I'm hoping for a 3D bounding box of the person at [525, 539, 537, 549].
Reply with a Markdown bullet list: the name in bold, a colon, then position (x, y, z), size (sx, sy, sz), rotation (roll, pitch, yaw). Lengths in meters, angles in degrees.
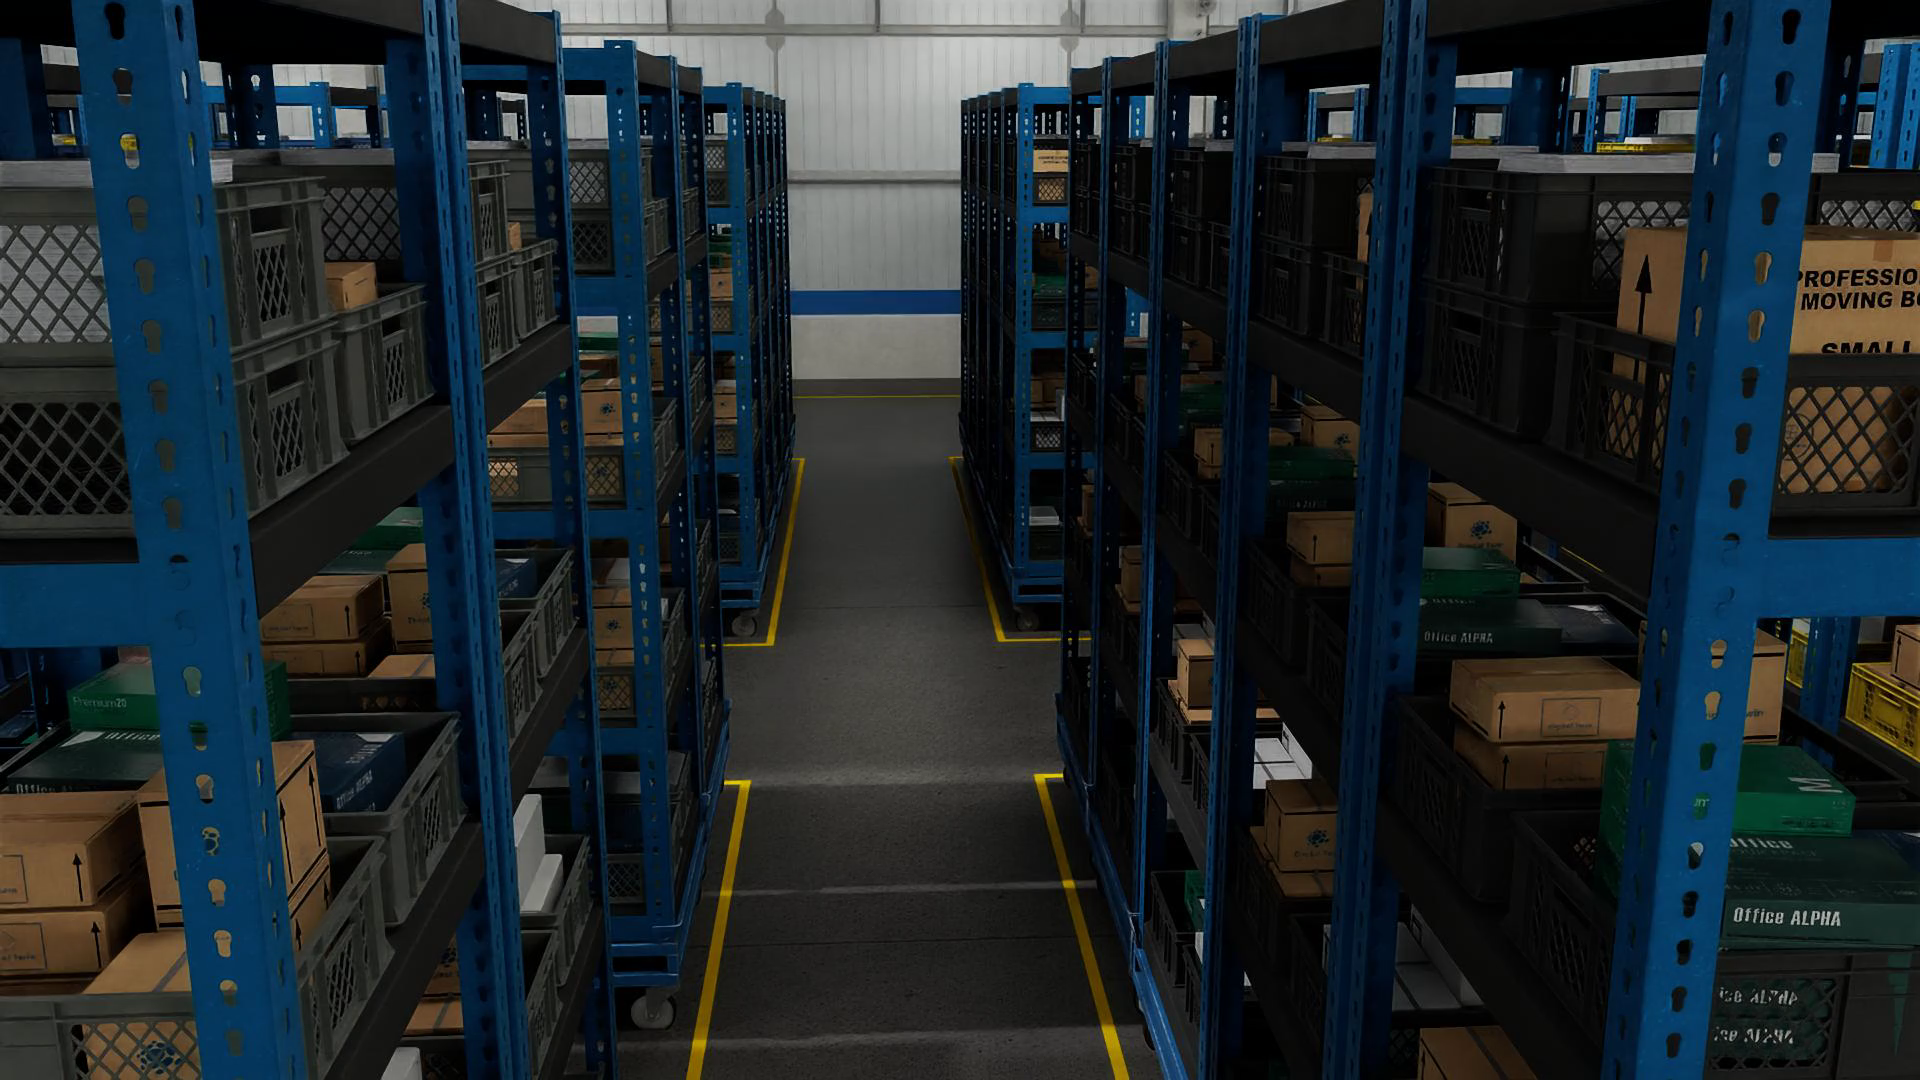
- **person**: position (-2.658, -0.201, 10.484), size (0.414, 1.985, 0.611), rotation (-1, 14, -4)
